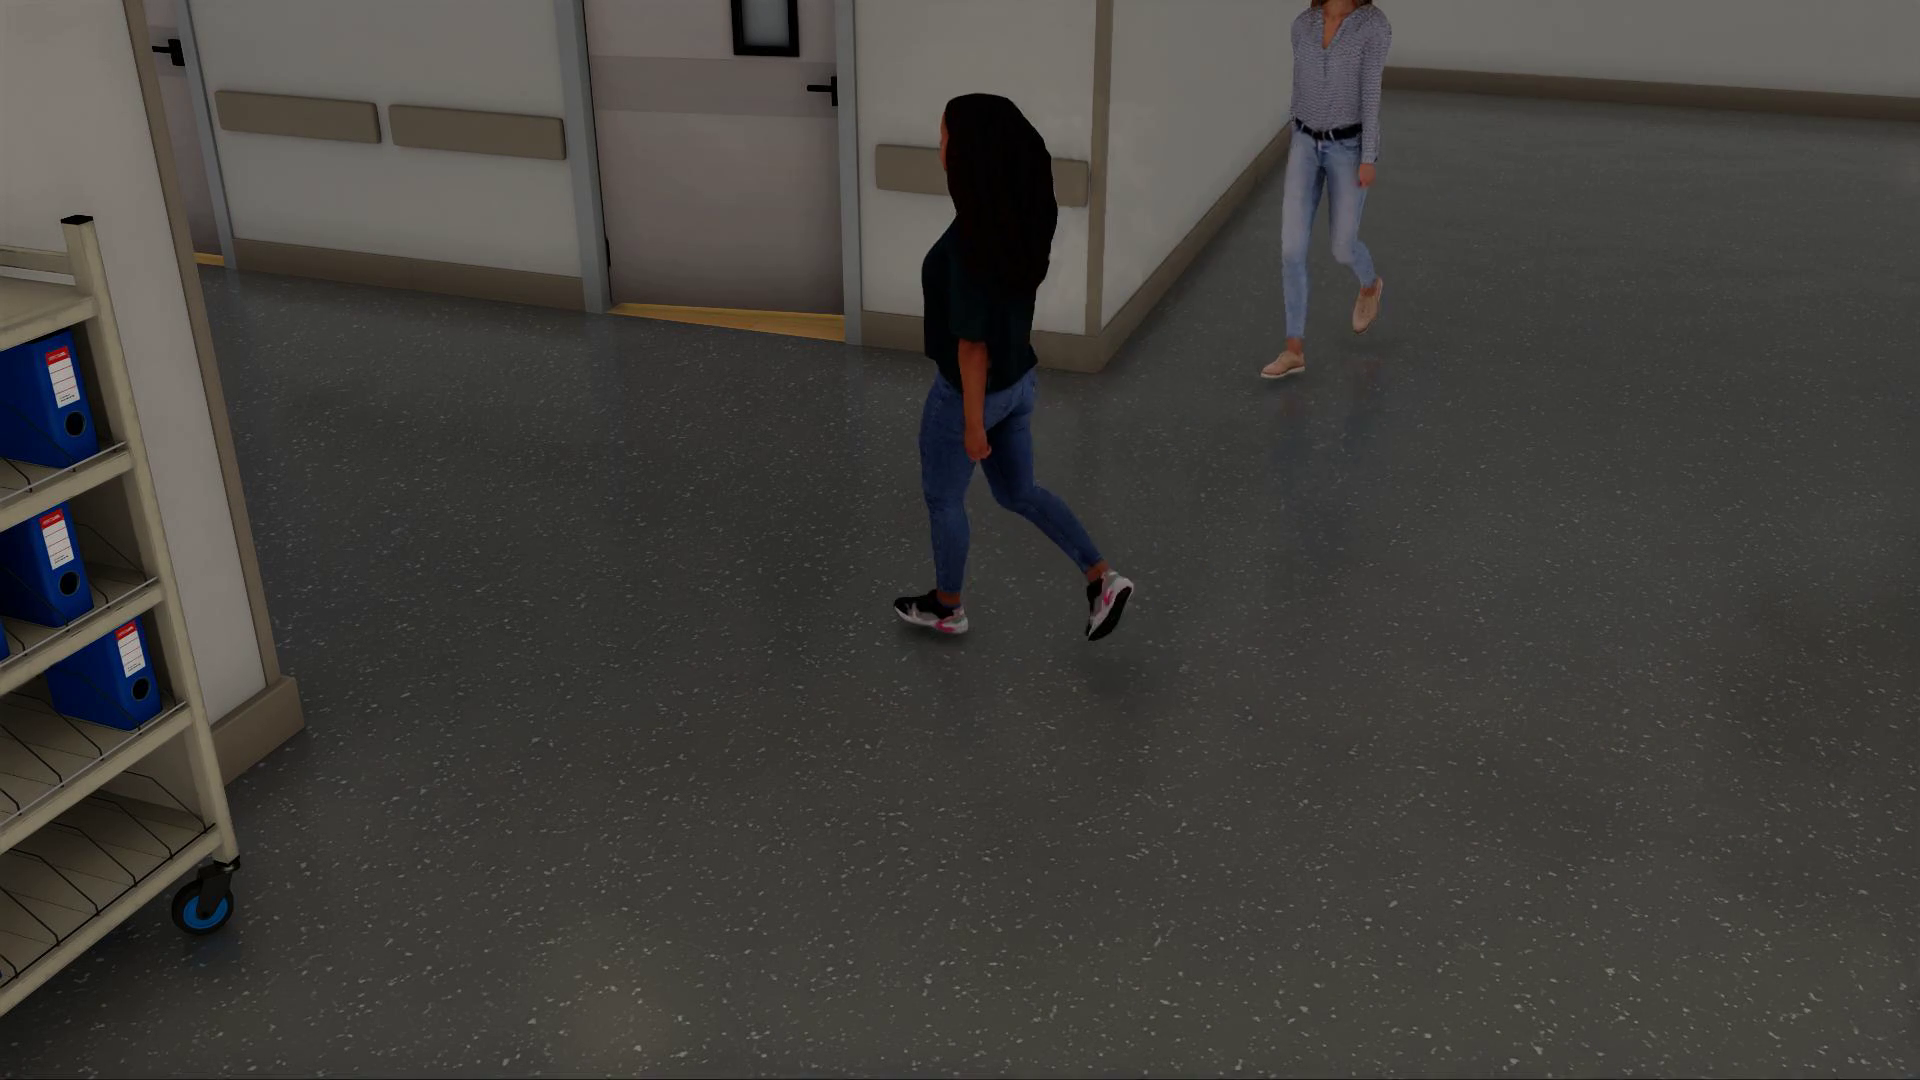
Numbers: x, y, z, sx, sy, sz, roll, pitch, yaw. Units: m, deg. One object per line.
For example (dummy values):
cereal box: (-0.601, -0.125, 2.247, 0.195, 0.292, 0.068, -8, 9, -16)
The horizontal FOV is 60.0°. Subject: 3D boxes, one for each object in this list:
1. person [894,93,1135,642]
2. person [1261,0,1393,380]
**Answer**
person: (0.143, -0.400, 4.619, 0.743, 1.596, 0.962, 13, 29, 26)
person: (1.568, -1.560, 6.823, 0.889, 1.771, 1.168, 22, 33, 38)
